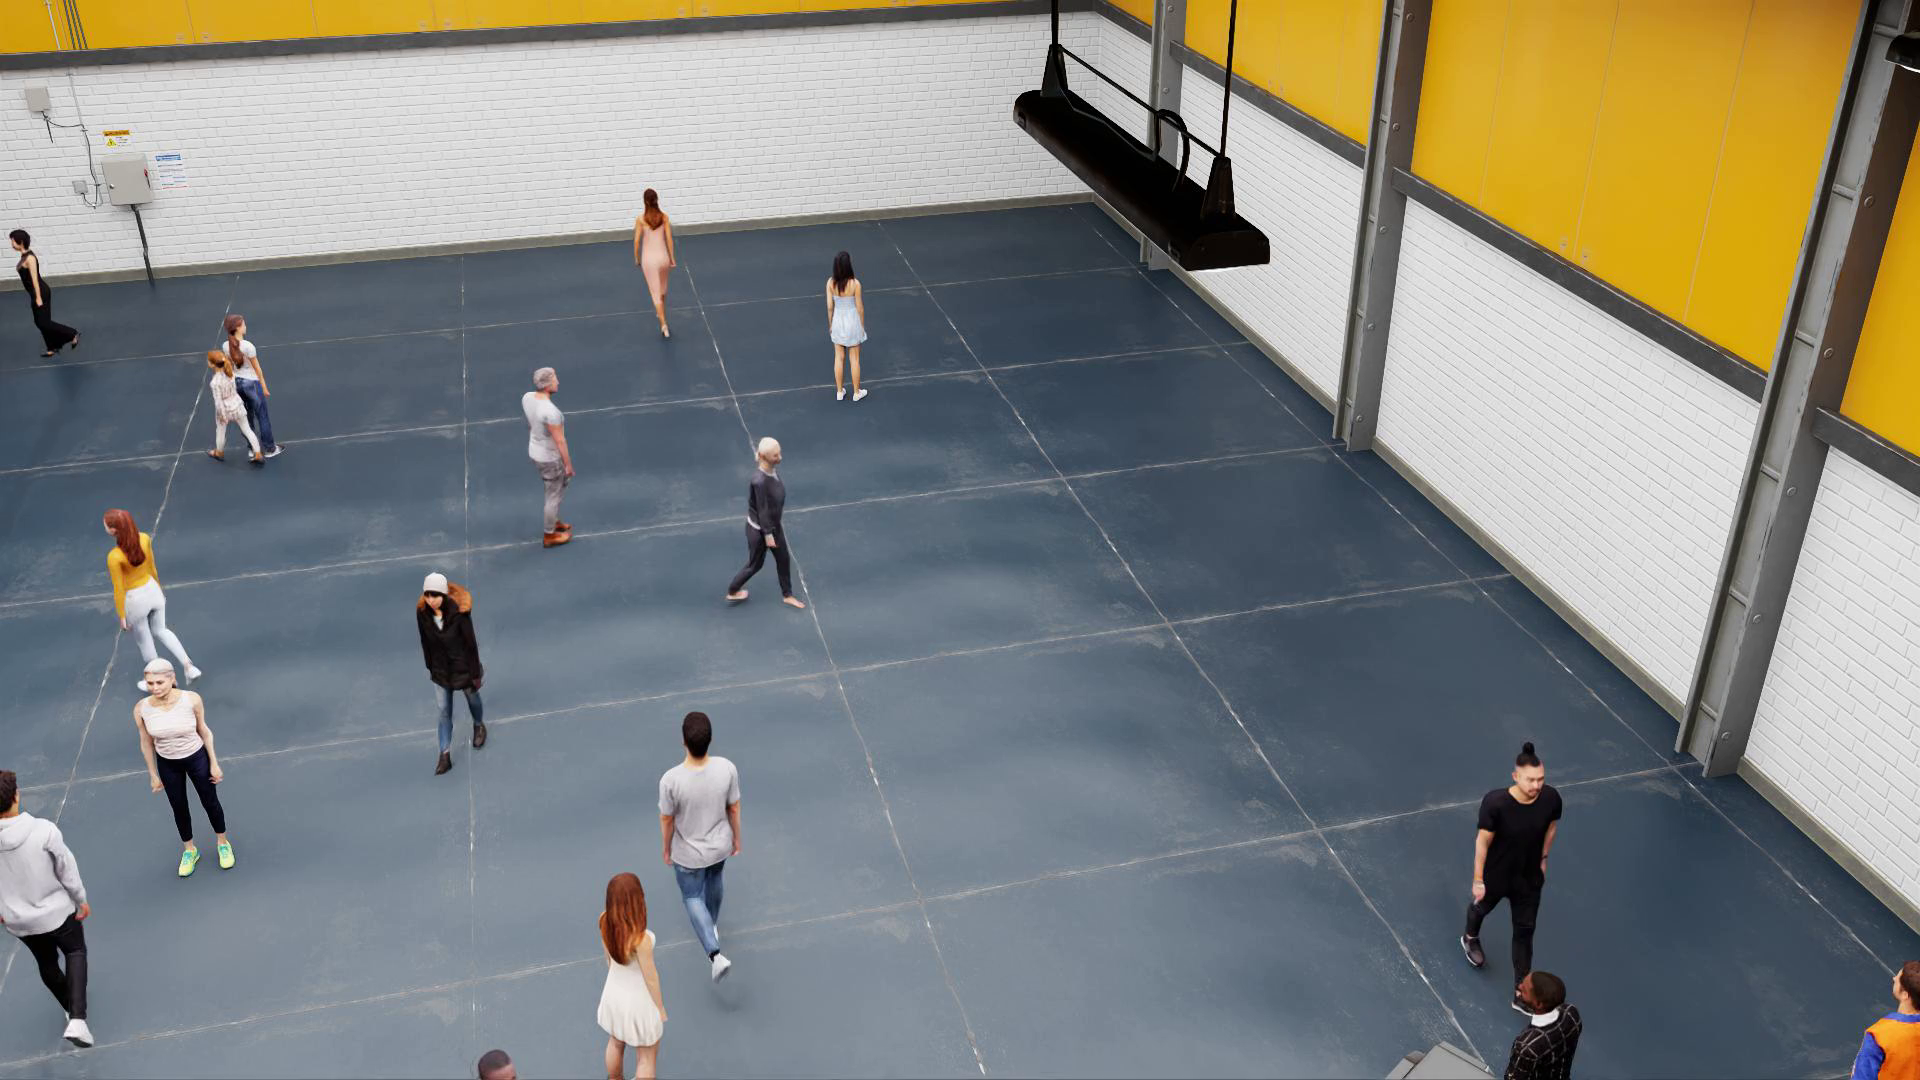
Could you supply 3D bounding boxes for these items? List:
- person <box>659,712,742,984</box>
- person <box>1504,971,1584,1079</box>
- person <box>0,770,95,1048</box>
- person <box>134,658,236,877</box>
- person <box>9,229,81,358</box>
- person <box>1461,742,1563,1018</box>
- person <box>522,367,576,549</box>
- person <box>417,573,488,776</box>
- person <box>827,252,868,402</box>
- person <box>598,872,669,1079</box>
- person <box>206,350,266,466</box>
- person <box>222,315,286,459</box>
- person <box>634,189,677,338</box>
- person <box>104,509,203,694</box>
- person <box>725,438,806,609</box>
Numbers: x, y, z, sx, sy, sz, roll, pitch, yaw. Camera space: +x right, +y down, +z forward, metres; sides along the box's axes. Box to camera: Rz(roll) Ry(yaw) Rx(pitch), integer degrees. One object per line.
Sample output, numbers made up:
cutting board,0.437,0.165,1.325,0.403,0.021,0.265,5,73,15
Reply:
person,-1.622,1.962,10.558,0.811,1.866,1.125,-13,31,-22
person,3.055,3.018,8.688,0.809,1.803,0.850,-19,34,-30
person,-5.526,2.267,9.949,0.713,1.914,1.012,-8,30,-15
person,-5.360,1.544,11.495,0.609,1.702,0.525,-9,30,-15
person,-10.890,-2.930,19.815,0.780,1.590,0.742,-19,34,-31
person,3.431,2.017,10.506,0.854,1.819,1.200,-2,29,-4
person,-3.934,-0.741,15.575,0.887,1.807,0.770,-23,36,-36
person,-3.835,0.932,12.725,0.782,1.599,1.055,-1,29,-1
person,-1.283,-2.403,18.701,0.668,1.731,0.674,6,29,11
person,-1.887,2.621,9.518,0.637,1.705,0.722,21,35,34
person,-7.511,-1.351,17.244,0.937,1.278,0.910,12,31,21
person,-7.469,-1.623,17.445,0.630,1.563,0.659,7,29,13
person,-3.715,-3.356,20.388,0.680,1.788,1.098,-10,30,-18
person,-6.483,0.523,13.328,0.939,1.739,0.921,11,30,19
person,-1.787,-0.148,14.619,0.980,1.682,0.991,5,29,10
